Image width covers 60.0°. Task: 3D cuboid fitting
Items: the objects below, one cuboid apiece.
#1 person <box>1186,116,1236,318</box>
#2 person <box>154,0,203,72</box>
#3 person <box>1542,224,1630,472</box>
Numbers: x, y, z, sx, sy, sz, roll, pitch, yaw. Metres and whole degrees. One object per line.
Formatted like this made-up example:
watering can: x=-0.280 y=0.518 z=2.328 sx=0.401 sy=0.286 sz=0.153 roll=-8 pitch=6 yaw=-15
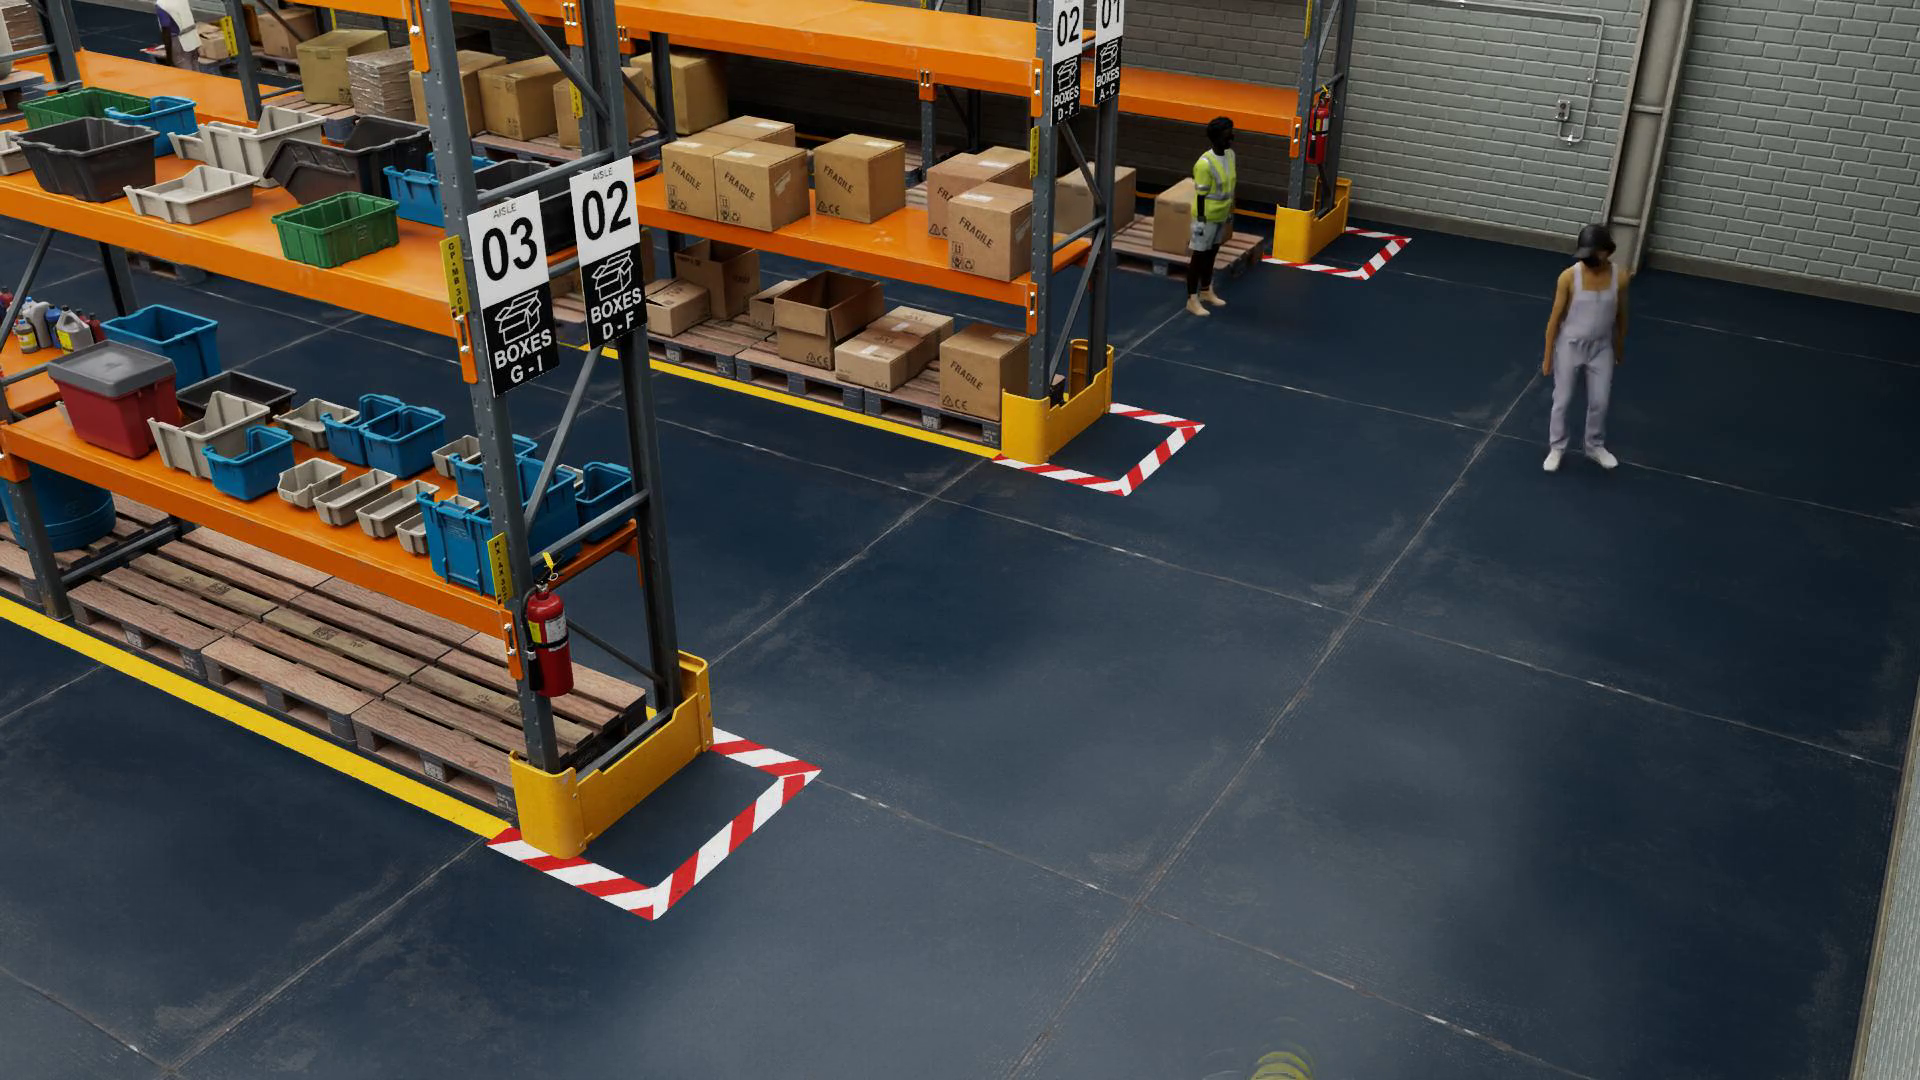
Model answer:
person: x=2.140 y=-2.748 z=14.095 sx=0.322 sy=1.696 sz=0.534 roll=21 pitch=35 yaw=32
person: x=-8.932 y=-5.625 z=19.132 sx=0.409 sy=1.830 sz=0.575 roll=2 pitch=29 yaw=3
person: x=4.286 y=-1.286 z=11.349 sx=0.601 sy=1.818 sz=0.492 roll=4 pitch=29 yaw=7
